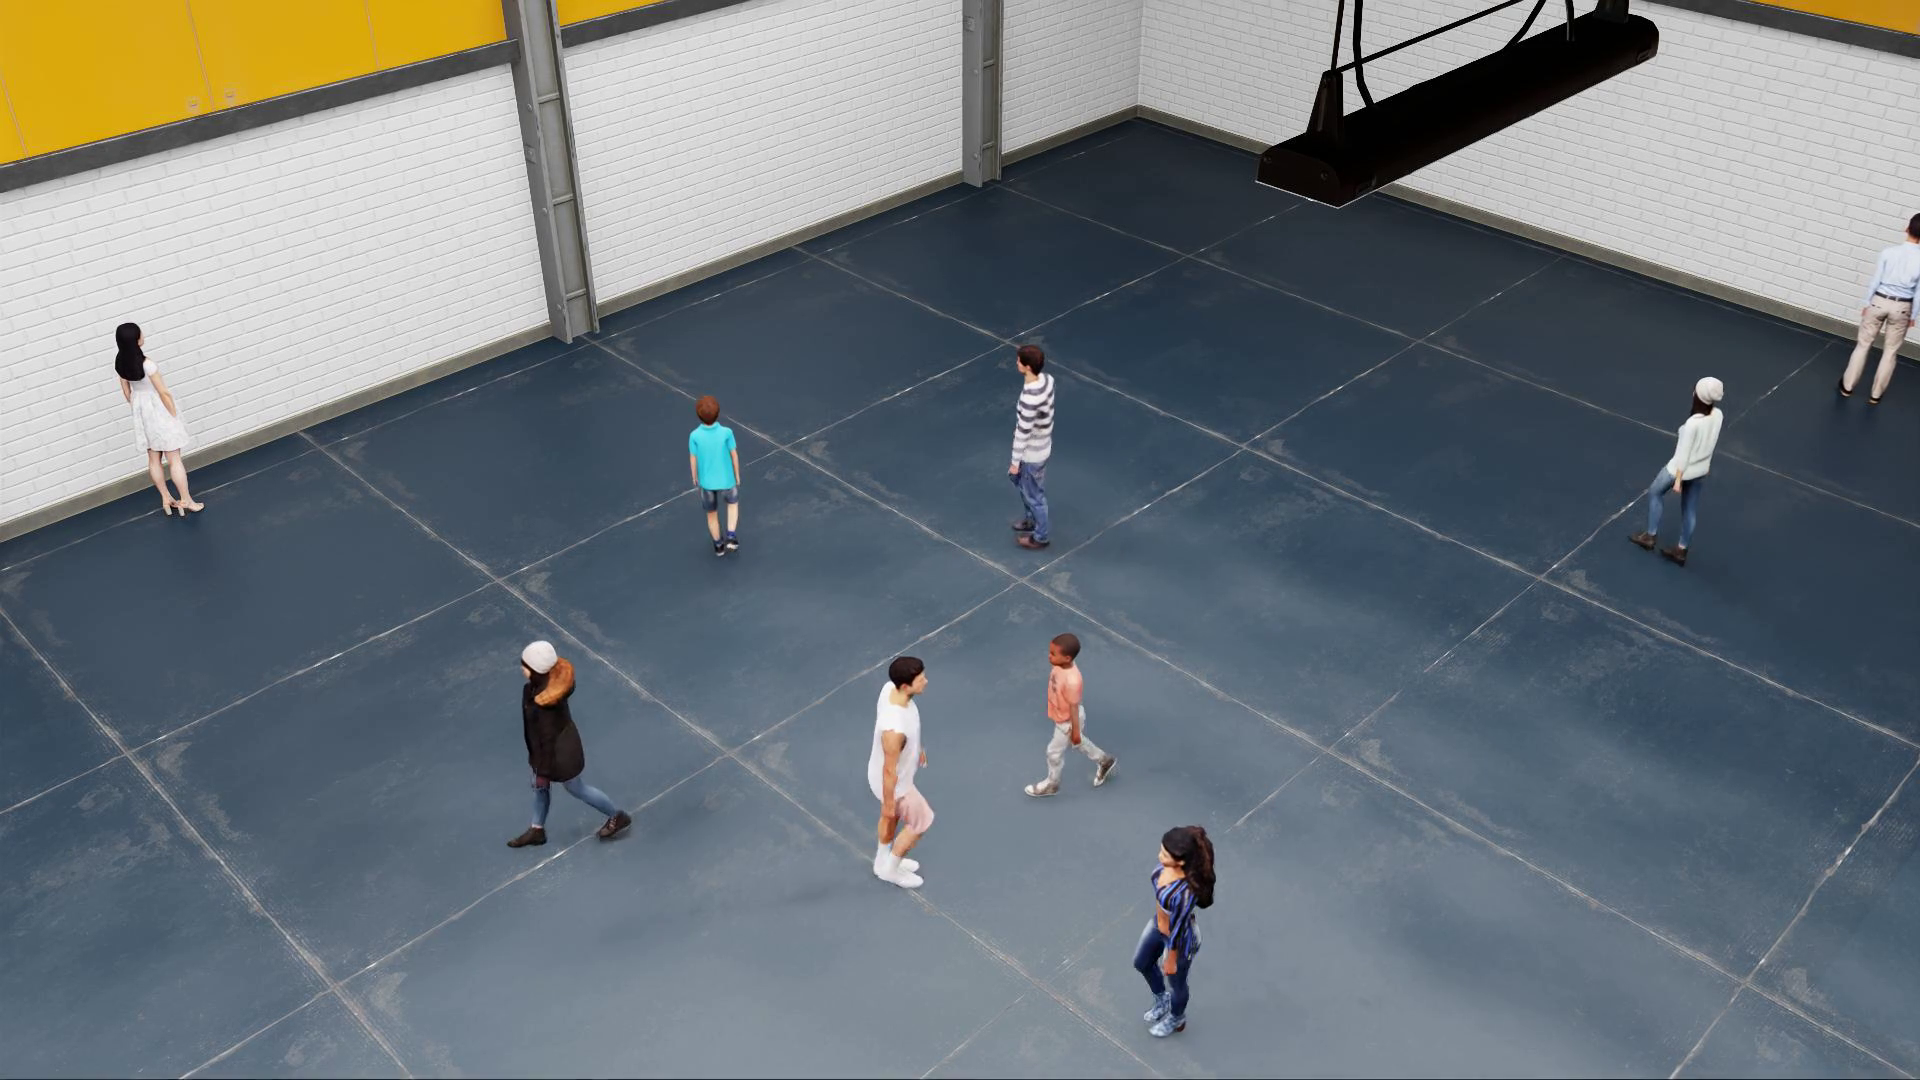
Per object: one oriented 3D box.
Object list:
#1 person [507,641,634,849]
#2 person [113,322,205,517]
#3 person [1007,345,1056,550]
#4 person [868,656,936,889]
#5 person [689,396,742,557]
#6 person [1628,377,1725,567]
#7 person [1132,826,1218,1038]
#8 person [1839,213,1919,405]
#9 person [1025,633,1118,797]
[{"bbox_3d":[-2.471,1.322,10.528,1.137,1.602,0.923,-10,35,-15],"label":"person"},{"bbox_3d":[-6.710,-1.004,13.871,0.763,1.775,0.789,9,35,14],"label":"person"},{"bbox_3d":[0.679,-0.716,13.381,0.857,1.838,0.758,10,35,15],"label":"person"},{"bbox_3d":[-0.487,1.431,10.215,0.850,1.767,0.800,-3,34,-5],"label":"person"},{"bbox_3d":[-1.957,-0.482,13.381,0.627,1.447,0.699,-4,34,-6],"label":"person"},{"bbox_3d":[5.878,-0.525,13.283,0.761,1.628,0.759,-15,36,-21],"label":"person"},{"bbox_3d":[1.256,2.181,9.227,0.783,1.611,0.749,-6,34,-9],"label":"person"},{"bbox_3d":[8.700,-2.168,15.559,0.689,1.845,0.656,18,37,24],"label":"person"},{"bbox_3d":[0.776,1.149,11.063,0.927,1.297,0.814,-5,34,-8],"label":"person"}]
